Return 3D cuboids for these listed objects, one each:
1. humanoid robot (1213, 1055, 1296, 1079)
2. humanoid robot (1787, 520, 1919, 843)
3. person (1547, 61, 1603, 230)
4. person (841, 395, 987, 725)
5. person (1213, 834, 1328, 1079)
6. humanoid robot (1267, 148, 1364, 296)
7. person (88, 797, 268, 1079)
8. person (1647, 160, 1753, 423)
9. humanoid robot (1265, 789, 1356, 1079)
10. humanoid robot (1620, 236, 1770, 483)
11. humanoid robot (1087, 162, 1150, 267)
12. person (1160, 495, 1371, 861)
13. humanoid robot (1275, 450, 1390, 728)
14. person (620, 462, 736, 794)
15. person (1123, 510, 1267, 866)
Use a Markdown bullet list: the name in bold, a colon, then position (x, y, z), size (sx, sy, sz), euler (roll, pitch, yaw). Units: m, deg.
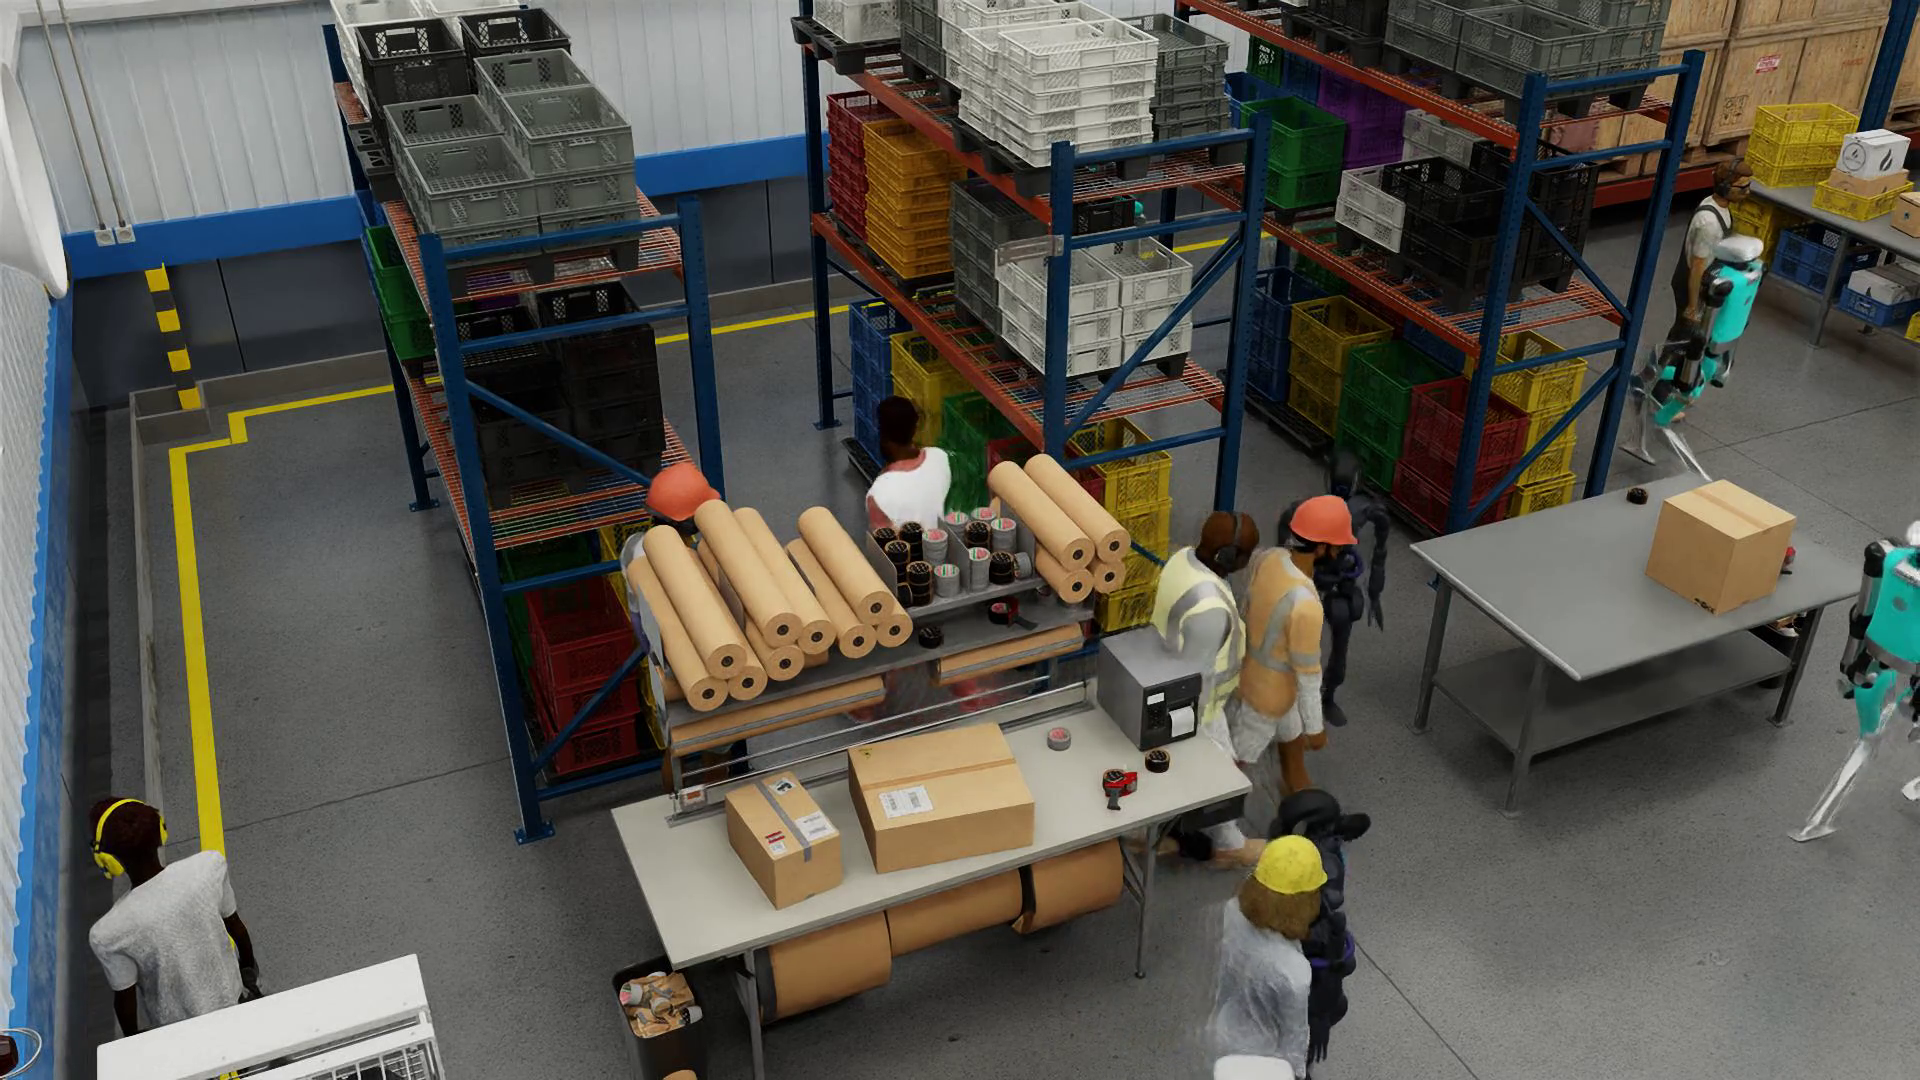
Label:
- **humanoid robot**: position (0.802, 2.063, 5.254), size (0.531, 1.775, 0.986), euler (-1, 32, -1)
- **humanoid robot**: position (4.452, 0.626, 7.630), size (1.057, 1.783, 0.537), euler (-14, 34, -21)
- **person**: position (5.047, -3.179, 13.716), size (0.524, 1.761, 0.335), euler (-16, 35, -24)
- **person**: position (-0.218, 0.187, 8.158), size (0.933, 1.859, 0.599), euler (23, 38, 32)
- **person**: position (0.990, 1.753, 5.733), size (0.504, 1.710, 0.517), euler (-9, 33, -14)
- **humanoid robot**: position (2.750, -2.518, 12.681), size (0.953, 1.773, 0.547), euler (2, 32, 3)
- **person**: position (-2.671, 1.637, 5.802), size (0.339, 1.857, 0.518), euler (20, 37, 29)
- **person**: position (4.964, -1.678, 11.208), size (0.332, 1.836, 0.506), euler (15, 35, 23)
- **humanoid robot**: position (1.276, 1.555, 6.109), size (0.384, 1.643, 0.593), euler (-10, 33, -16)
- **humanoid robot**: position (4.517, -1.118, 10.386), size (0.558, 1.737, 1.030), euler (-22, 38, -31)
- **humanoid robot**: position (1.255, -2.969, 13.263), size (0.735, 1.677, 0.533), euler (-5, 32, -8)
- **person**: position (1.410, 0.645, 7.402), size (1.007, 1.869, 0.568), euler (-1, 32, -1)
- **humanoid robot**: position (1.812, 0.250, 8.239), size (0.612, 1.640, 0.405), euler (1, 32, 2)
- **person**: position (-1.167, 0.570, 7.356), size (0.606, 2.043, 0.375), euler (21, 37, 30)
- **person**: position (1.110, 0.681, 7.412), size (0.817, 1.794, 0.672), euler (-5, 32, -8)
